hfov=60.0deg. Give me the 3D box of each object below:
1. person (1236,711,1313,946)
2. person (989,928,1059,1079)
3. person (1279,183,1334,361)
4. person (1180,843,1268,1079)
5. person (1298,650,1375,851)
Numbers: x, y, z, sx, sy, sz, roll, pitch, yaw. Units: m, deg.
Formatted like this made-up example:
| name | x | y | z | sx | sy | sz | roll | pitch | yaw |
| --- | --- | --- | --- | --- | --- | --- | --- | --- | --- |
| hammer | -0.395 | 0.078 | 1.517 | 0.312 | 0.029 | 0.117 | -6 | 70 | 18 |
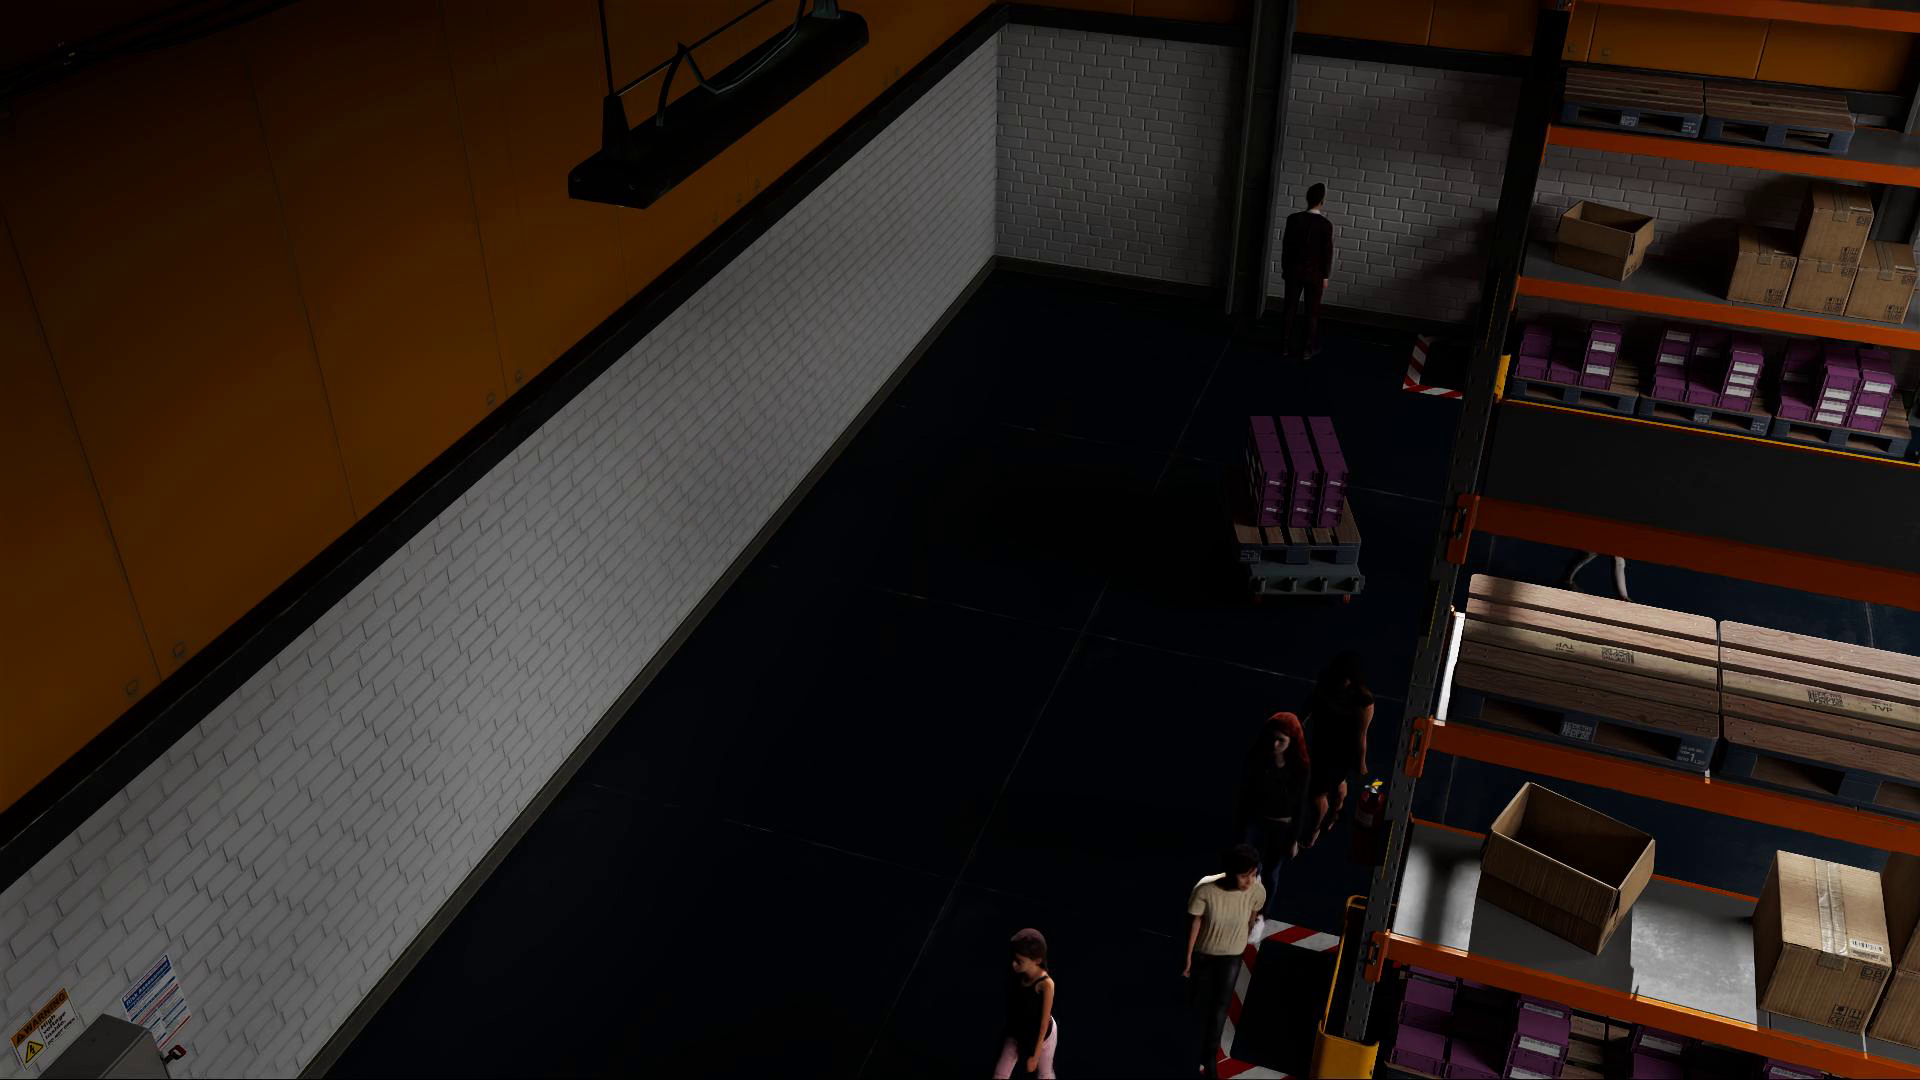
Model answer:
| name | x | y | z | sx | sy | sz | roll | pitch | yaw |
| --- | --- | --- | --- | --- | --- | --- | --- | --- | --- |
| person | 1.962 | 1.734 | 10.364 | 0.672 | 1.778 | 0.642 | 14 | 36 | 20 |
| person | 0.433 | 2.675 | 9.161 | 0.804 | 1.542 | 0.848 | -29 | 43 | -36 |
| person | 3.538 | -2.746 | 17.026 | 0.593 | 1.865 | 0.775 | 18 | 38 | 25 |
| person | 1.486 | 2.319 | 9.705 | 1.006 | 1.533 | 0.798 | 5 | 34 | 7 |
| person | 2.560 | 1.368 | 10.994 | 0.933 | 1.692 | 0.891 | -9 | 35 | -14 |
